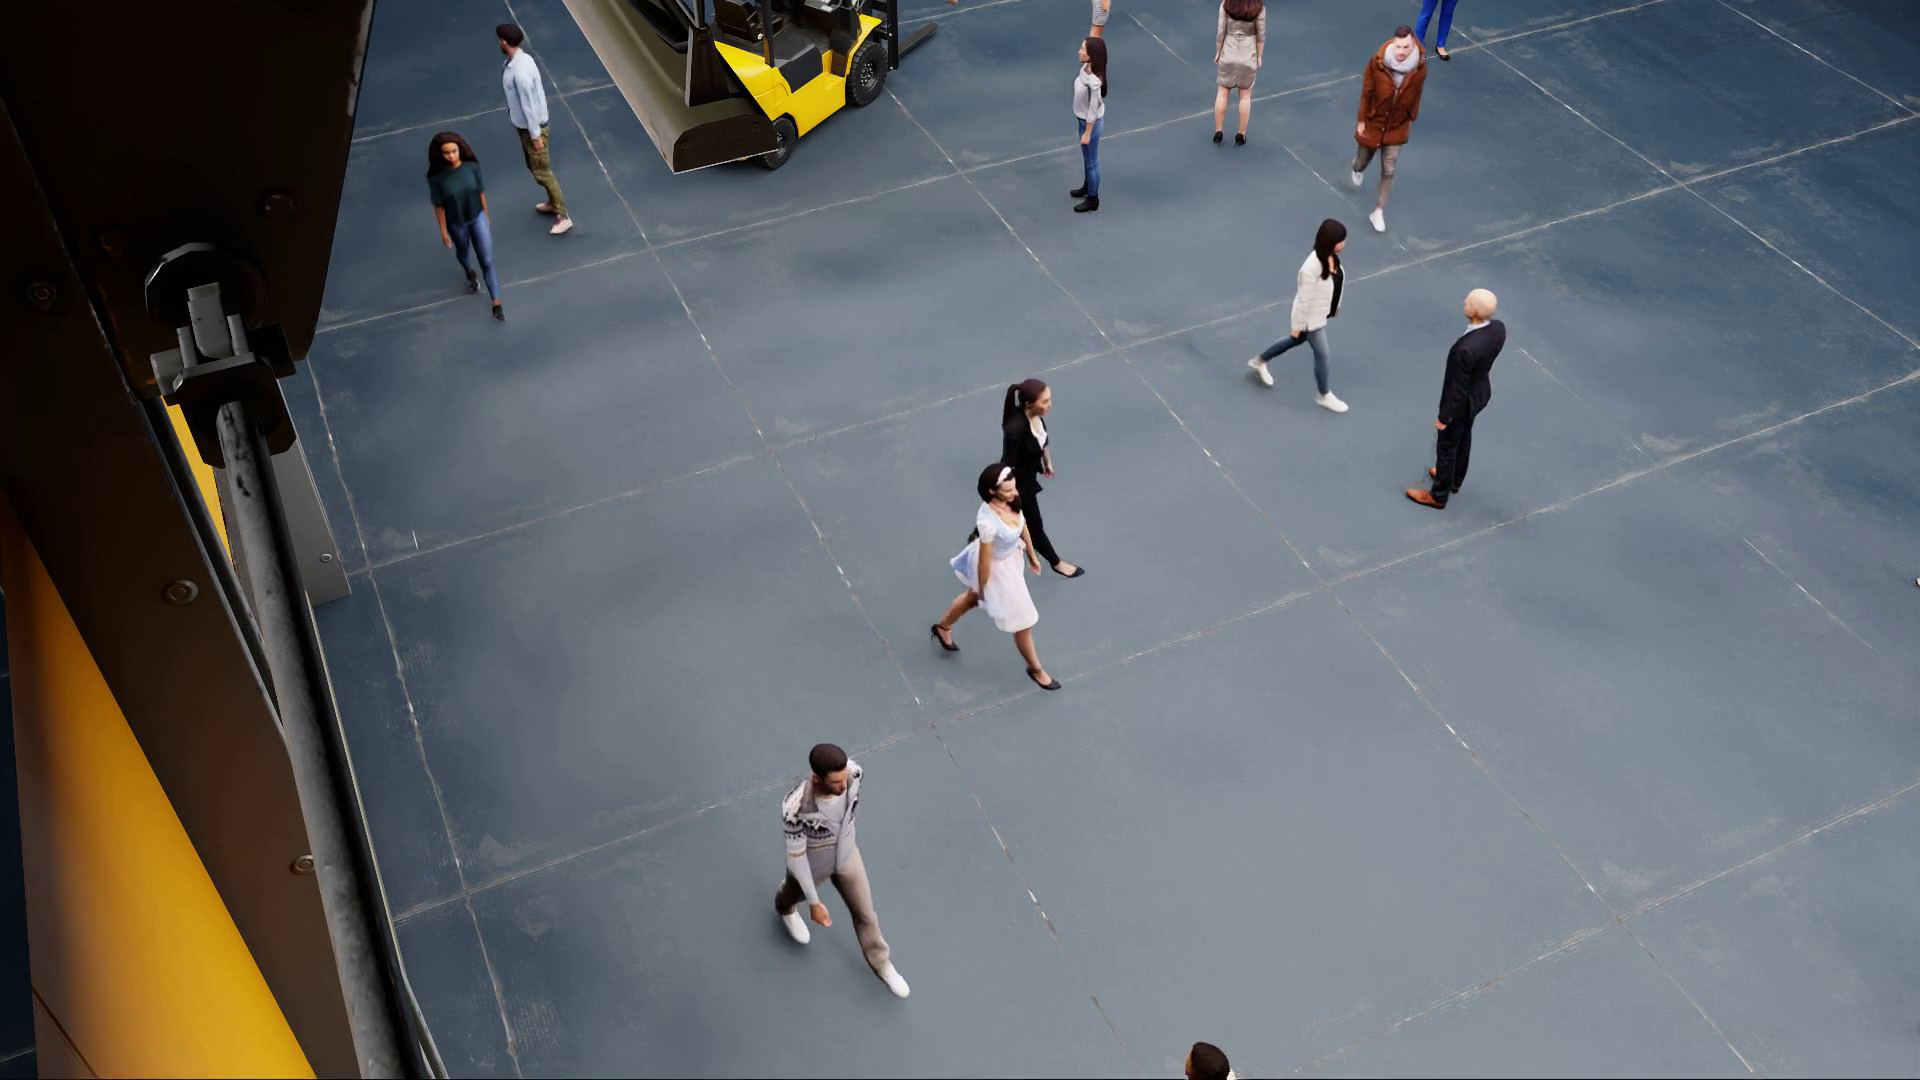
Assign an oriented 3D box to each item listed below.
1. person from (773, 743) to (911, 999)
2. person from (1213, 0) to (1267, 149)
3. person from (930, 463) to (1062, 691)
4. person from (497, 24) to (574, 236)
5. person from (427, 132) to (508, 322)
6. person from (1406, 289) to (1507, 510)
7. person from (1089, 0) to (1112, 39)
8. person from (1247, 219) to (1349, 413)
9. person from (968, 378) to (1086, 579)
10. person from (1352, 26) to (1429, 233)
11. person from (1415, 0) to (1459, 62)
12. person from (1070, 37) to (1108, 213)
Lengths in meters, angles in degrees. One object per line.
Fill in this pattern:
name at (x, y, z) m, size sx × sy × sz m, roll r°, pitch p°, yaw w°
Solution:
person at (-0.797, 1.644, 8.888) m, size 0.889 × 1.802 × 1.280 m, roll -28°, pitch 50°, yaw -26°
person at (2.560, -4.426, 15.300) m, size 0.659 × 1.746 × 0.701 m, roll 11°, pitch 45°, yaw 11°
person at (0.153, 0.197, 10.436) m, size 1.215 × 1.761 × 1.152 m, roll 15°, pitch 46°, yaw 15°
person at (-3.648, -3.547, 14.356) m, size 0.982 × 1.776 × 0.588 m, roll -21°, pitch 47°, yaw -20°
person at (-4.046, -2.619, 13.531) m, size 0.610 × 1.570 × 1.088 m, roll -19°, pitch 47°, yaw -19°
person at (3.521, -0.985, 11.651) m, size 0.724 × 1.798 × 0.769 m, roll 31°, pitch 52°, yaw 29°
person at (1.375, -5.314, 16.176) m, size 0.746 × 1.824 × 0.658 m, roll 8°, pitch 44°, yaw 8°
person at (2.587, -1.747, 12.595) m, size 1.170 × 1.597 × 1.031 m, roll 21°, pitch 48°, yaw 21°
person at (0.314, -0.429, 11.207) m, size 1.146 × 1.605 × 1.085 m, roll 15°, pitch 46°, yaw 15°
person at (3.654, -3.633, 14.422) m, size 1.006 × 1.810 × 1.196 m, roll 1°, pitch 44°, yaw 1°
person at (4.835, -5.619, 16.586) m, size 0.671 × 1.700 × 0.628 m, roll -7°, pitch 44°, yaw -7°
person at (1.148, -3.653, 14.570) m, size 0.730 × 1.633 × 0.581 m, roll -2°, pitch 44°, yaw -2°
